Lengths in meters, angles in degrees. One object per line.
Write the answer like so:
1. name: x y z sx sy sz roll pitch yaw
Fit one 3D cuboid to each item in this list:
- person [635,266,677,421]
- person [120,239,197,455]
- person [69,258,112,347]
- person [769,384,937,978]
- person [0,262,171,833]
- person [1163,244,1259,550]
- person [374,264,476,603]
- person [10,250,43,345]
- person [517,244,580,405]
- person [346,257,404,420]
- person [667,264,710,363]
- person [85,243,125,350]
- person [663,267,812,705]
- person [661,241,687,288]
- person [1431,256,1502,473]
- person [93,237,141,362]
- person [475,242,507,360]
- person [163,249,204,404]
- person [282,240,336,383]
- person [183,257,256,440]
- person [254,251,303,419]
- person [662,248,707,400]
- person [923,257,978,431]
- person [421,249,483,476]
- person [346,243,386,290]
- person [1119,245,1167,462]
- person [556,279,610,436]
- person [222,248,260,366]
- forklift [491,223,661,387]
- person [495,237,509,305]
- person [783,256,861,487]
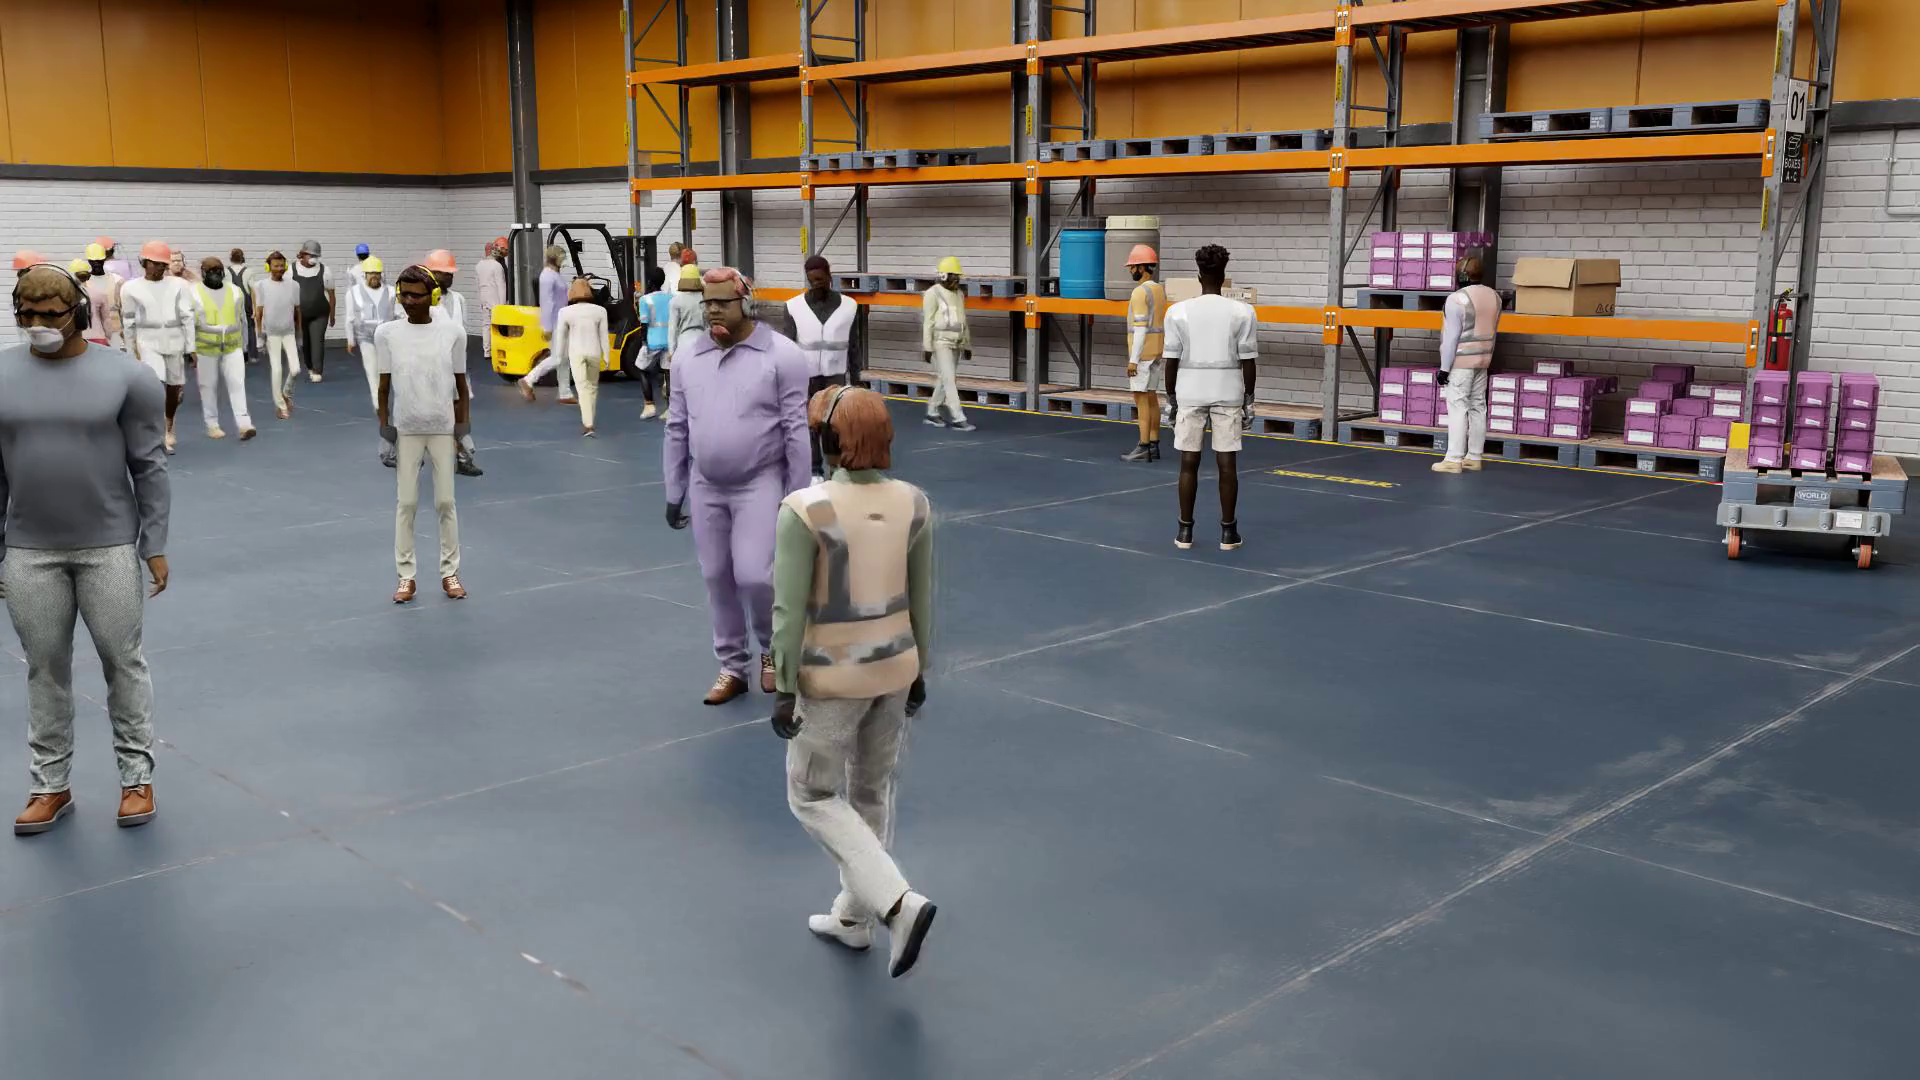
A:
1. person: -3.300 -2.128 18.131 0.536 1.681 0.503 -9 14 -41
2. person: -7.531 -1.821 15.638 0.593 1.999 0.970 -8 13 -36
3. person: -9.500 -2.165 18.090 0.525 1.772 0.301 -10 14 -44
4. person: -0.257 0.392 4.522 0.528 1.624 0.549 -10 14 -42
5. person: -3.014 0.032 5.666 0.627 1.934 0.371 -2 11 -12
6. person: 1.609 -0.909 10.721 0.607 1.961 0.367 2 11 11
7. person: -2.958 -0.585 9.222 0.514 1.864 0.332 -4 11 -19
8. person: -8.408 -1.709 15.285 0.985 1.897 0.549 4 11 21
9. person: -4.845 -2.528 19.674 0.671 1.924 0.632 0 10 -2
10. person: -6.474 -2.246 18.491 0.612 1.783 0.956 -6 12 -30
11. person: -2.755 -1.946 17.012 0.490 1.734 0.353 -7 12 -33
12. person: -9.932 -2.459 19.262 0.594 1.924 0.382 -9 14 -40
13. person: -0.977 -0.219 7.145 0.666 1.887 0.437 4 11 19
14. person: -3.631 -2.869 21.467 0.372 1.940 0.630 -7 12 -34
15. person: 4.318 -1.495 14.235 0.627 1.846 0.429 -7 13 -34
16. person: -11.986 -3.313 23.742 0.632 1.989 0.647 2 11 13
17. person: -7.562 -3.871 27.023 0.651 1.905 0.409 8 13 38
18. person: -9.267 -2.514 19.791 0.652 1.857 0.843 -7 13 -34
19. person: -9.054 -3.233 23.171 0.667 2.000 1.031 -3 11 -15
20. person: -7.305 -1.872 16.408 0.651 1.798 0.929 -8 13 -38
21. person: -7.537 -2.260 18.397 0.522 1.856 0.457 -8 13 -36
22. person: -3.322 -2.558 19.973 0.626 1.863 0.497 2 11 12
23. person: -0.100 -2.053 17.407 0.769 1.800 0.614 7 13 35
24. person: -4.417 -1.499 14.083 0.792 1.913 0.550 7 12 33
25. person: -9.373 -3.735 26.292 0.594 1.909 0.934 -2 11 -11
26. person: 1.627 -1.662 14.892 0.363 1.934 0.552 5 12 27
27. person: -3.828 -1.858 16.919 0.515 1.586 0.865 -5 11 -24
28. person: -11.219 -3.625 25.950 0.521 1.808 0.862 -3 11 -17
29. forklift: -5.316 -3.263 22.920 2.313 2.155 1.214 -10 14 -44
30. person: -7.567 -4.002 27.499 0.395 1.990 0.619 -2 10 -8
31. person: -1.048 -1.238 12.793 0.628 1.862 1.022 -2 11 -8
